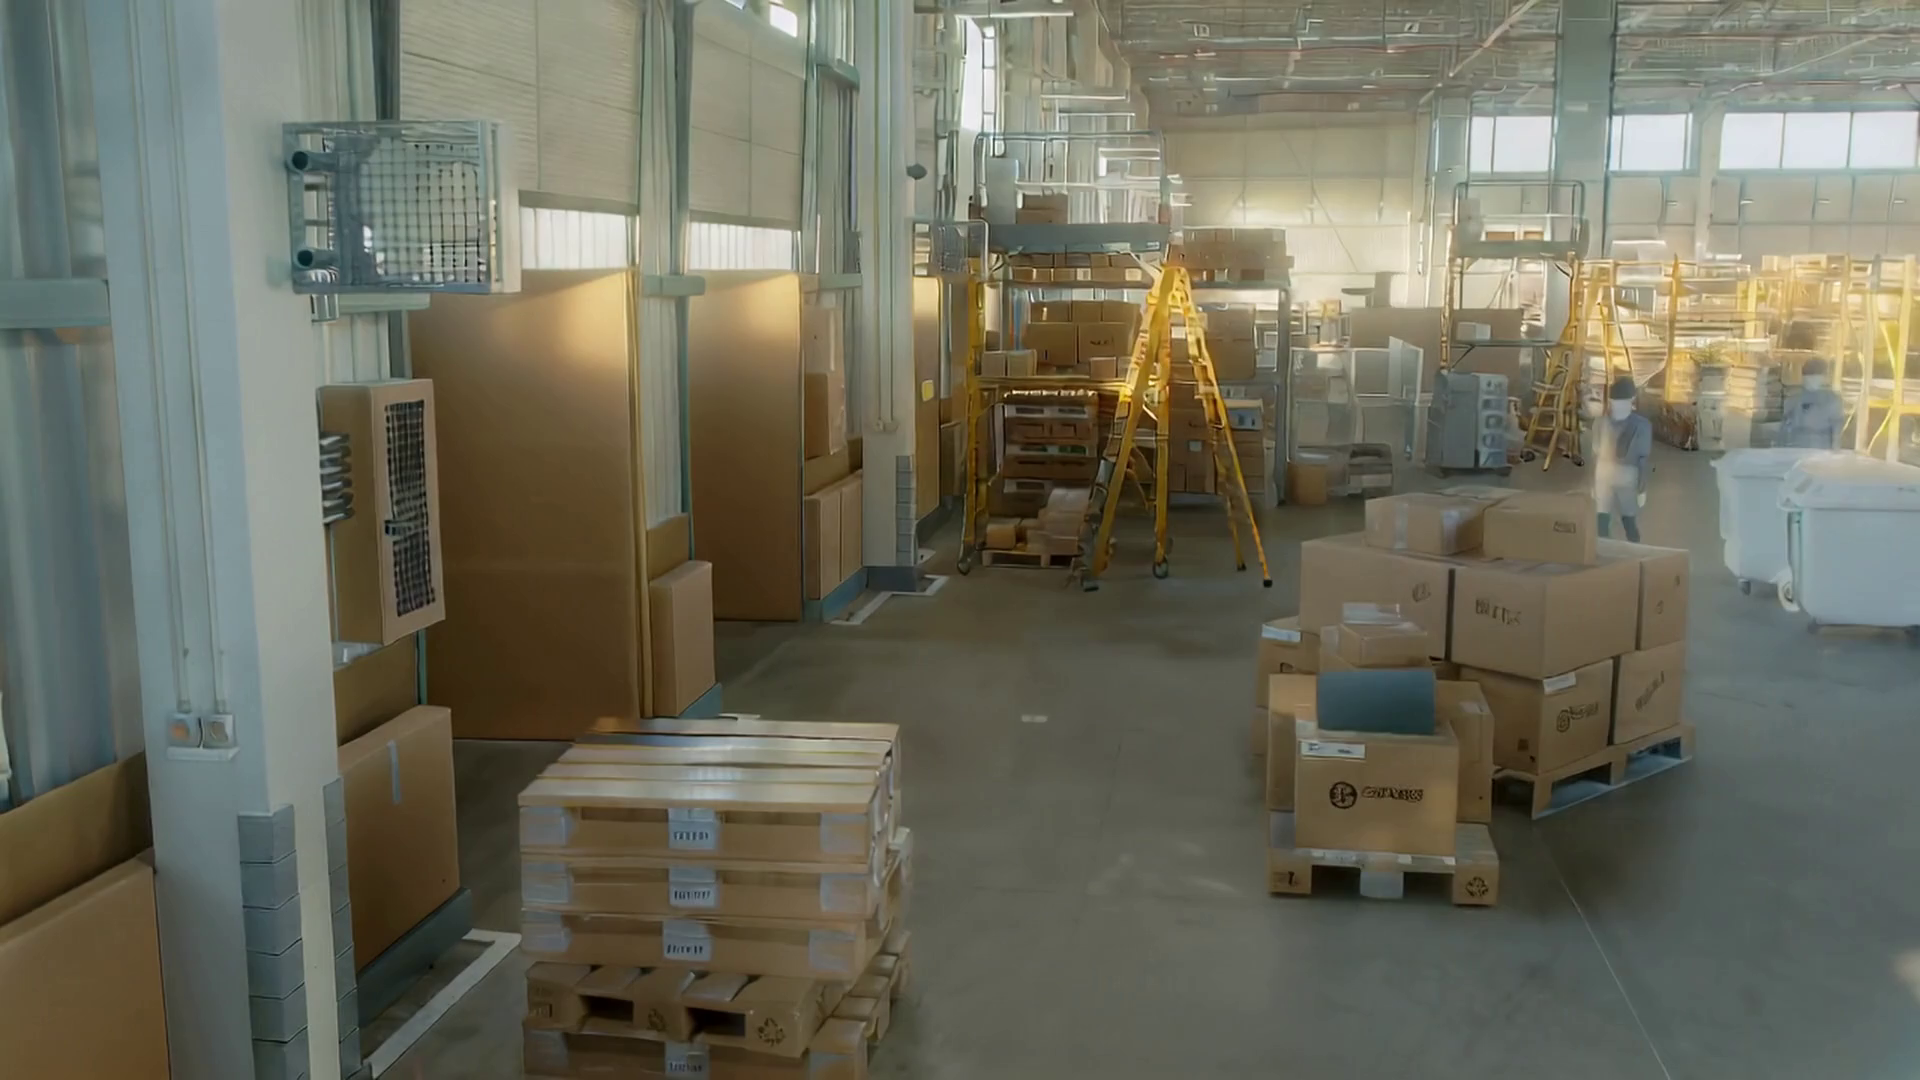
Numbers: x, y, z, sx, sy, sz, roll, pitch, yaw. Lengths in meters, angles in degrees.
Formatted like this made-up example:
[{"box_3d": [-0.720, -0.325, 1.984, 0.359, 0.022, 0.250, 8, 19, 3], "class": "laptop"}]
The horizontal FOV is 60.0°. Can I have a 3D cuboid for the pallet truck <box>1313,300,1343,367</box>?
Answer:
[{"box_3d": [11.159, -6.200, 49.718, 0.823, 1.965, 1.885, 4, 10, 26], "class": "pallet truck"}]

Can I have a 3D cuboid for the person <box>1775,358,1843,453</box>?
[{"box_3d": [9.166, -1.015, 18.048, 0.764, 1.900, 0.605, -6, 11, -34], "class": "person"}]

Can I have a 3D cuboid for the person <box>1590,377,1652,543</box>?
[{"box_3d": [6.065, -0.558, 15.252, 0.550, 1.905, 0.887, 6, 11, 35], "class": "person"}]

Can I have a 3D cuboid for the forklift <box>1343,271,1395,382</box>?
[{"box_3d": [10.651, -5.394, 42.034, 1.873, 2.768, 1.129, 1, 9, 9], "class": "forklift"}]

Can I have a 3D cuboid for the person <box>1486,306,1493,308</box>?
[{"box_3d": [17.321, -6.835, 54.550, 0.541, 1.698, 0.316, -7, 11, -35], "class": "person"}]

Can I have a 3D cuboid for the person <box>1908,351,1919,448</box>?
[{"box_3d": [15.502, -2.340, 26.729, 0.335, 1.734, 0.501, 5, 10, 28], "class": "person"}]
